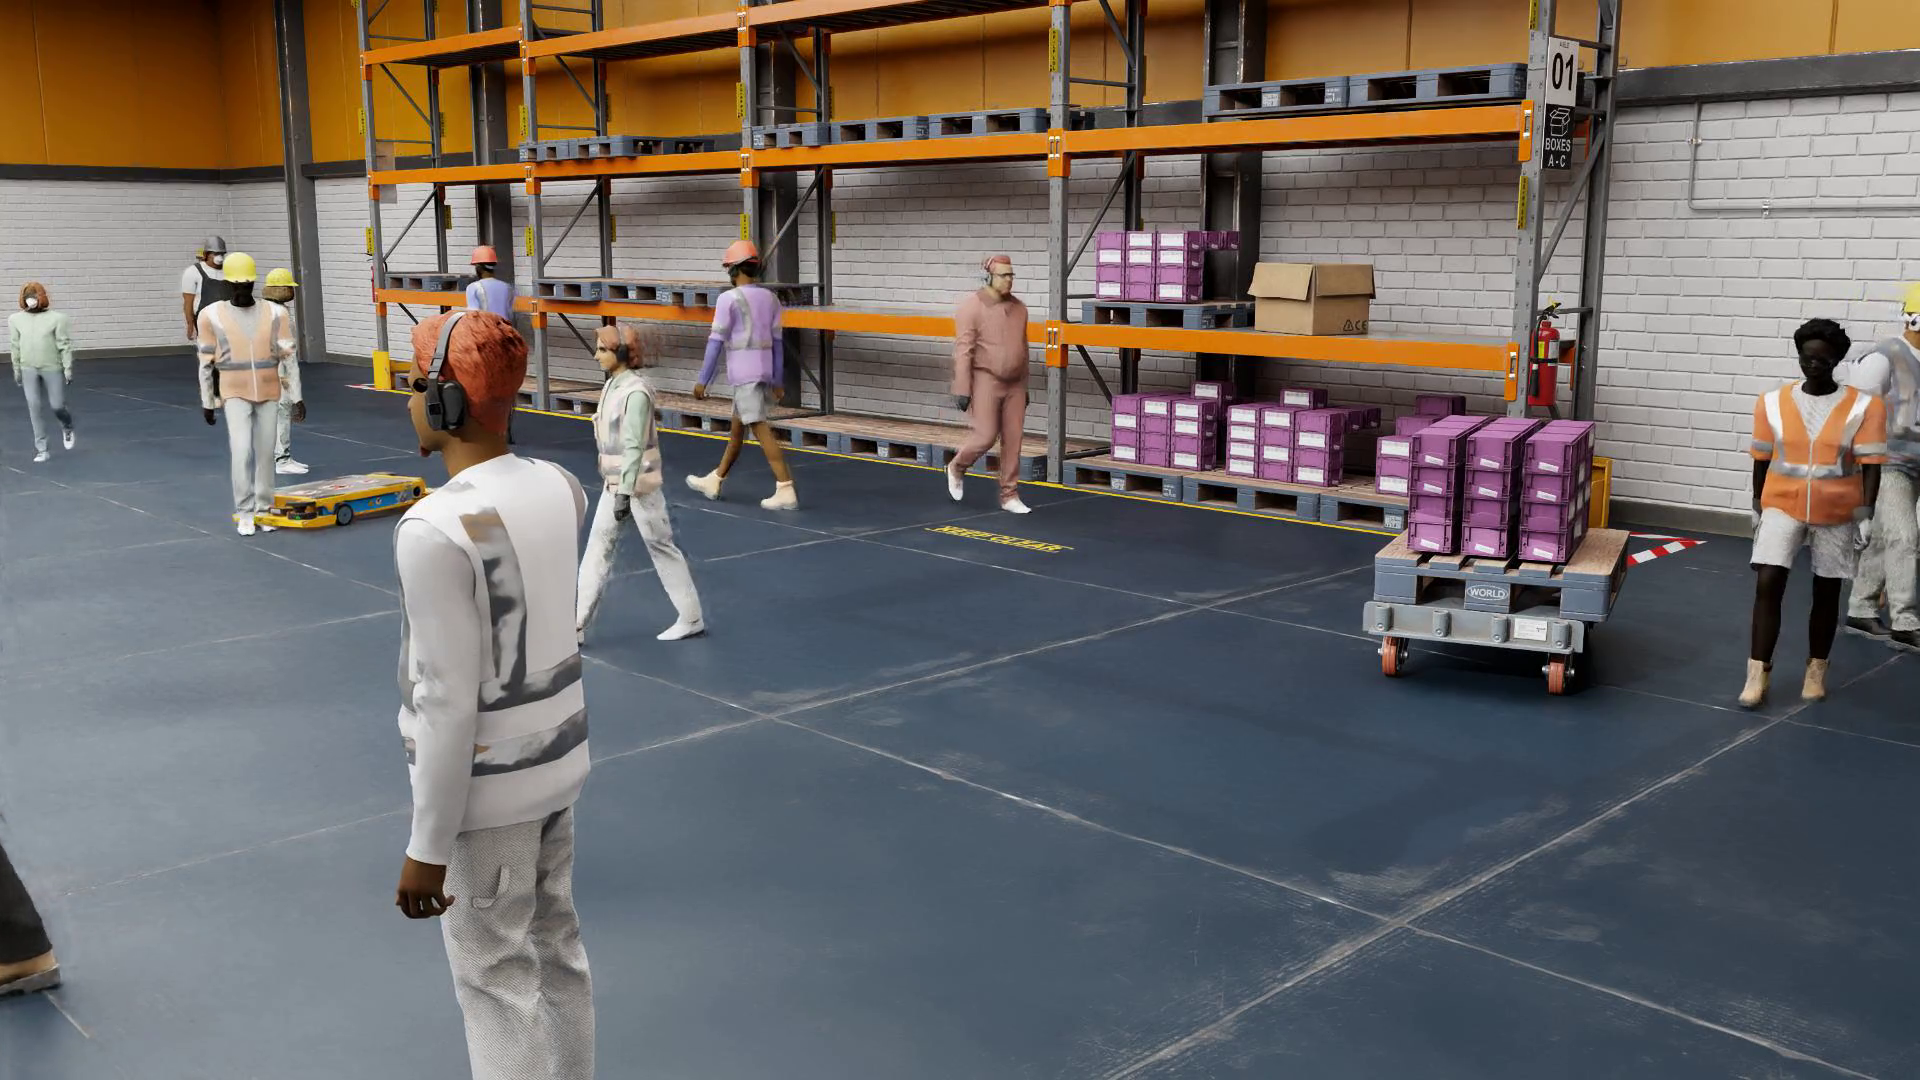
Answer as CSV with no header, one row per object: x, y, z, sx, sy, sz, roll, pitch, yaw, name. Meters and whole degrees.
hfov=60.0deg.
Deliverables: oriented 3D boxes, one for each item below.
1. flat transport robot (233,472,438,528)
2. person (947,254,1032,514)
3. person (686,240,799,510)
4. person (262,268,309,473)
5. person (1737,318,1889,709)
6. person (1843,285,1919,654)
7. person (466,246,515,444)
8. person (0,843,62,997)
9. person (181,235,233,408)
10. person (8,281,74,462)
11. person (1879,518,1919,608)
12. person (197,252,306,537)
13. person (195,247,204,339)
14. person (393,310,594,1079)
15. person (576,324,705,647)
-4.450,-0.301,12.017,0.652,0.197,1.431,5,11,24,flat transport robot
0.232,-1.140,12.190,0.652,1.889,0.646,-8,13,-39,person
-1.633,-1.226,12.381,1.103,1.972,0.637,6,12,28,person
-5.762,-1.441,14.213,0.306,1.743,0.494,-4,11,-20,person
3.602,-0.091,7.055,0.545,1.669,0.717,7,12,32,person
4.685,-0.352,8.085,0.617,1.804,0.727,-5,12,-27,person
-4.639,-1.895,16.217,0.764,1.910,0.580,8,13,37,person
-2.842,0.379,4.157,0.986,1.788,0.533,-5,12,-27,person
-8.635,-2.546,19.430,0.579,2.000,0.712,9,14,42,person
-8.279,-1.532,15.042,0.499,1.624,0.533,-2,11,-11,person
5.146,-0.461,8.727,0.611,1.813,0.810,-6,12,-29,person
-4.761,-0.974,11.215,0.608,1.903,0.604,-7,13,-35,person
-12.351,-3.888,27.315,0.602,1.830,0.404,5,11,25,person
-0.916,0.497,3.266,0.355,1.883,0.575,2,11,10,person
-1.650,-0.256,8.147,0.856,1.586,0.536,-6,12,-29,person
